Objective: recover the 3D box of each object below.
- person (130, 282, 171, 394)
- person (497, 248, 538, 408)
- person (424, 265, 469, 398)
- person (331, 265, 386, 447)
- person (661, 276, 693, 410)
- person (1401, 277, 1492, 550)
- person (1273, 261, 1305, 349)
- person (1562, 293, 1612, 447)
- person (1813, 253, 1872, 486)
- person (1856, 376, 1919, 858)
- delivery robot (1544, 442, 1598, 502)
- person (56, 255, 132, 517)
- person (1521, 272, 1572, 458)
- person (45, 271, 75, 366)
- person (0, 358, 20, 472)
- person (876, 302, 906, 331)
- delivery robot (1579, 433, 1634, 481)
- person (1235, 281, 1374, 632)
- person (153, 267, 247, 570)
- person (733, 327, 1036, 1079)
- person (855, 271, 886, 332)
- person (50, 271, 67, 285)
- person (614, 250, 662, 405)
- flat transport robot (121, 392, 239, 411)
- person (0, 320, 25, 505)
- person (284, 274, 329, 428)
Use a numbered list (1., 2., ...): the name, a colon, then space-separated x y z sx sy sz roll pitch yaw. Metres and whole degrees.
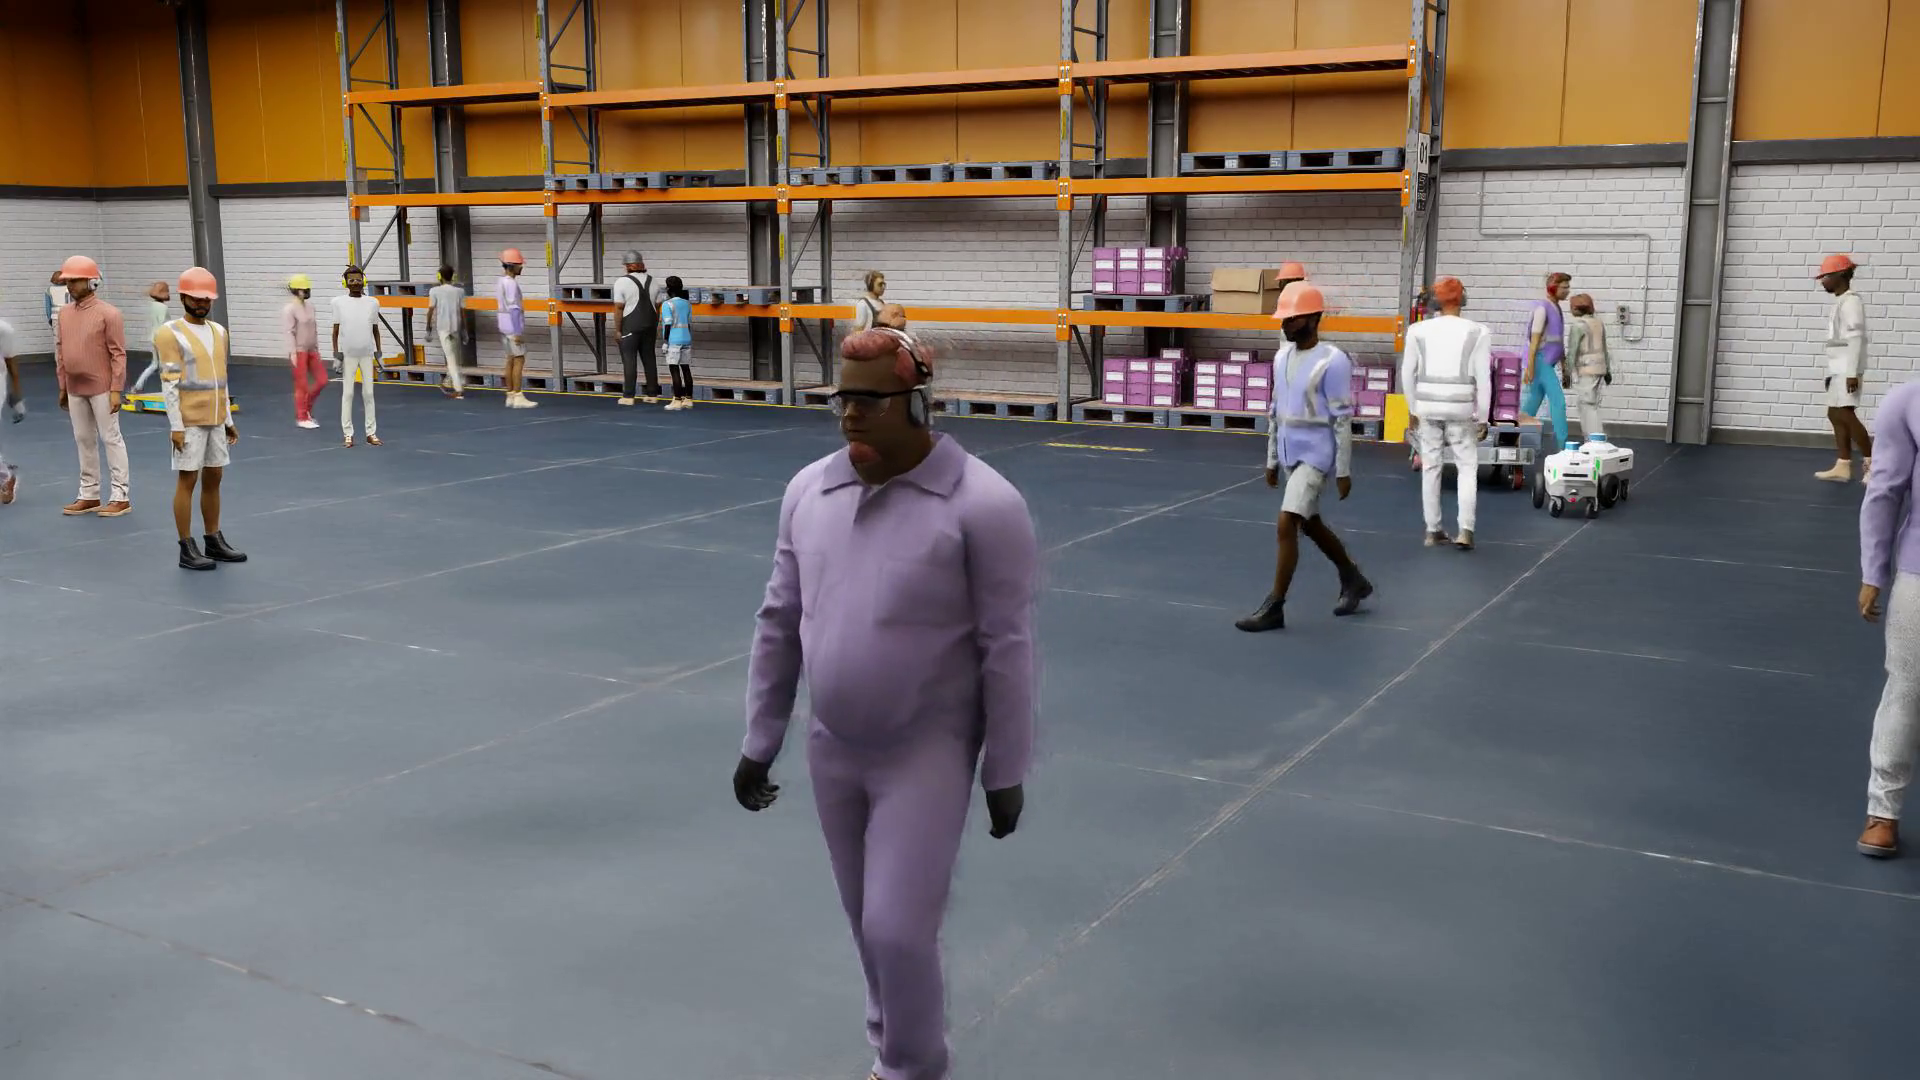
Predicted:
1. person: -10.716 -2.648 22.239 0.509 1.604 0.770 9 14 43
2. person: -5.706 -2.709 21.343 0.400 2.042 0.611 -5 11 -26
3. person: -7.081 -2.867 22.896 0.505 1.812 1.004 -9 13 -41
4. person: -6.223 -1.897 17.216 0.521 1.873 0.328 -6 12 -32
5. person: -3.591 -2.493 21.080 0.319 1.695 0.538 5 11 28
6. person: 3.318 -0.859 11.398 0.618 1.857 0.533 5 11 26
7. person: 3.290 -1.767 16.342 0.475 1.924 0.559 2 10 13
8. person: 6.197 -1.616 16.361 0.531 1.602 0.506 -10 14 -44
9. person: 7.742 -1.494 14.556 0.606 2.016 0.674 3 10 17
10. person: 3.336 0.133 5.533 0.635 1.936 0.355 5 11 25
11. delivery robot: 4.718 -0.515 12.849 0.477 0.478 0.707 3 10 14
12. person: -6.676 -1.175 12.774 0.612 1.996 0.376 3 10 17
13. person: 5.783 -1.671 16.100 0.889 1.802 0.592 6 12 30
14. person: -15.421 -3.792 28.600 0.523 1.639 0.306 -1 10 -8
15. person: -8.815 -1.495 15.045 0.404 1.835 0.587 0 10 -2
16. person: -0.679 -1.279 14.513 0.820 1.595 0.505 -4 11 -20
17. delivery robot: 5.153 -0.620 13.443 0.477 0.478 0.707 10 14 43
18. person: 1.935 -0.468 9.082 0.967 1.893 0.549 -5 11 -26
19. person: -4.877 -0.781 10.723 0.376 1.933 0.544 4 11 19
20. person: -0.221 0.484 3.689 0.660 1.889 0.619 7 12 35
21. person: -0.955 -2.084 18.501 0.951 1.799 0.524 5 11 27
22. person: -15.899 -3.941 29.461 0.498 1.634 0.280 7 12 35
23. person: -4.273 -2.806 21.881 0.687 2.000 0.535 -10 14 -43
24. flat transport robot: -9.728 -1.713 20.702 1.431 0.197 0.652 6 12 30
25. person: -7.606 -1.119 12.971 0.525 1.824 0.923 -2 10 -9
26. person: -7.426 -2.137 18.888 0.360 1.751 0.558 3 10 15
